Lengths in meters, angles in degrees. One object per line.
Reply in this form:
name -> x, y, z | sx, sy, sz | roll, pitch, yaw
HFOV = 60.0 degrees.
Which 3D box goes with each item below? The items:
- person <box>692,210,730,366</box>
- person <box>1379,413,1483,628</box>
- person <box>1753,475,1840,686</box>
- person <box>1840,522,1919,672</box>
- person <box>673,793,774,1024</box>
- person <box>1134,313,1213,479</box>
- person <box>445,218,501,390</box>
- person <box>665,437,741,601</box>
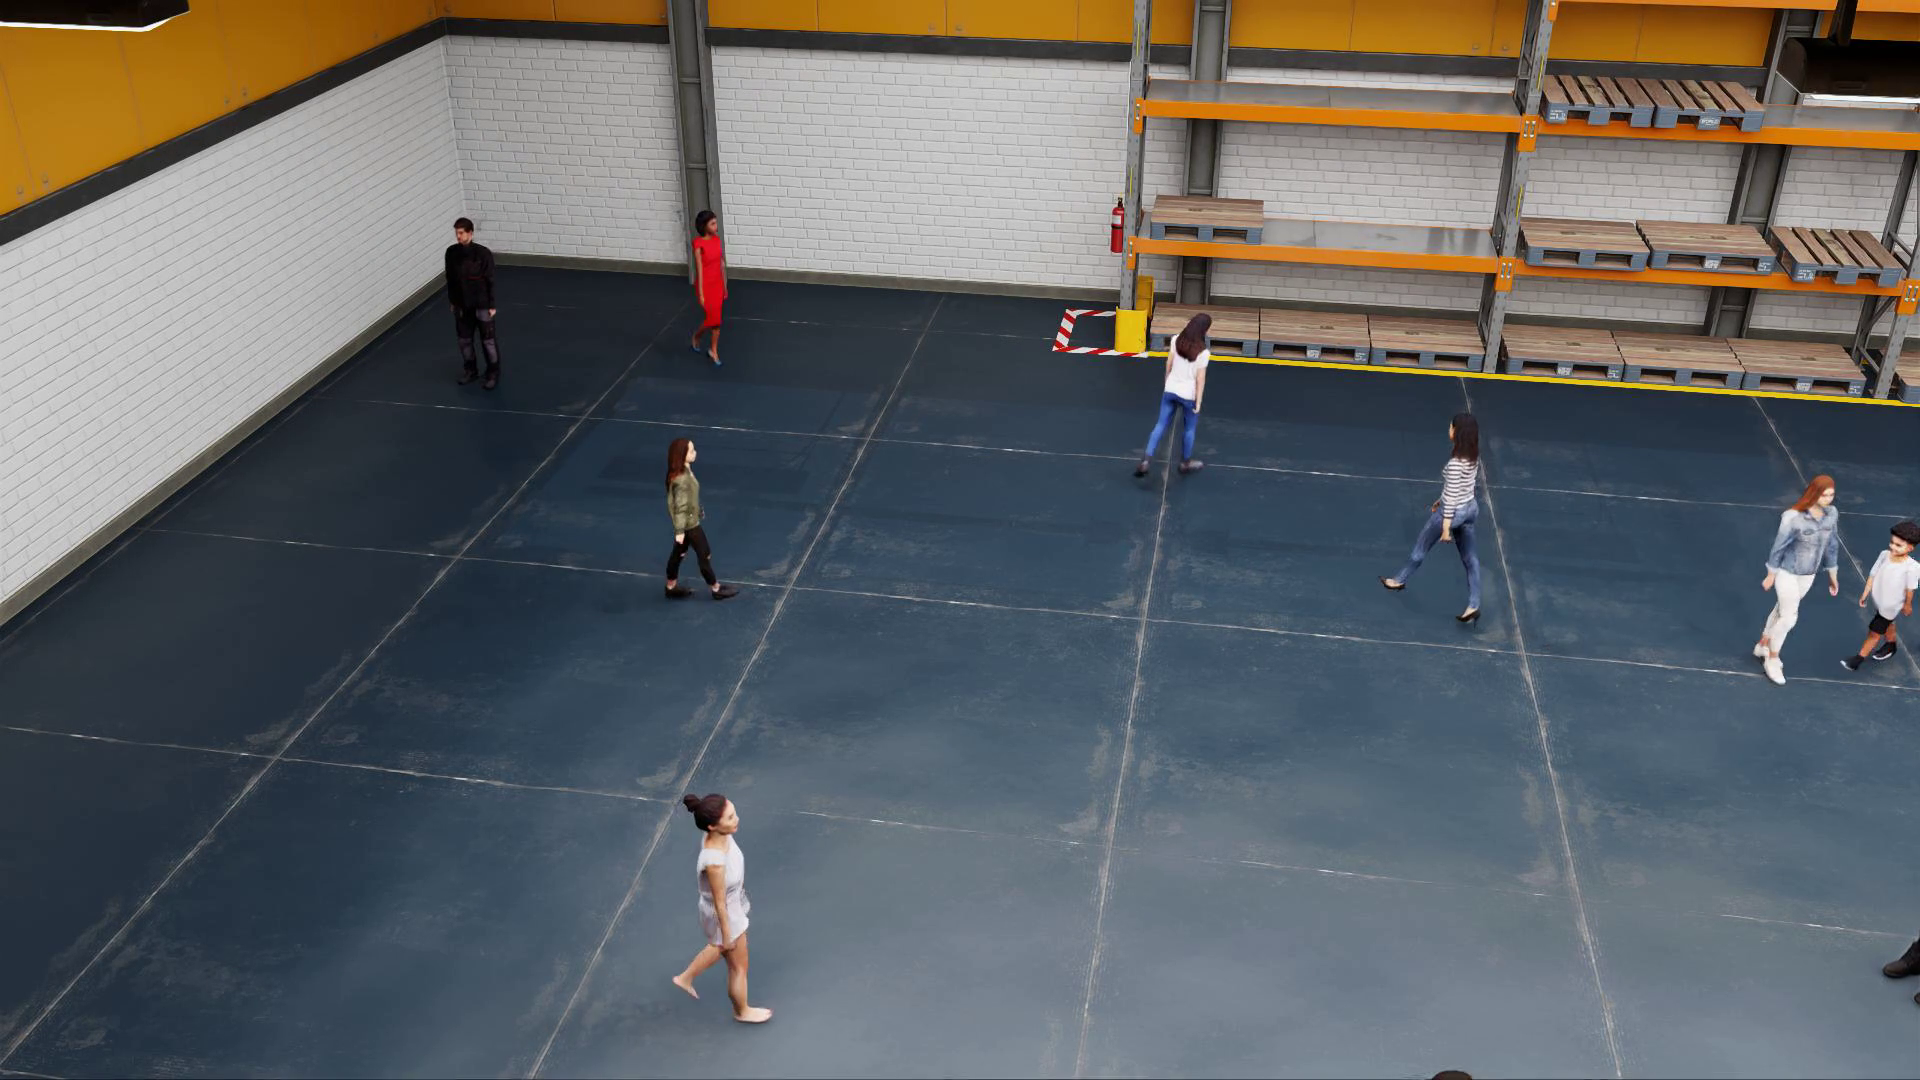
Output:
person -> -2.772, -2.718, 17.992 | 0.820, 1.731, 0.730 | 18, 33, 29
person -> 4.027, -0.114, 13.213 | 1.219, 1.735, 1.015 | 23, 36, 36
person -> 6.294, 0.216, 12.664 | 0.798, 1.682, 0.850 | -9, 30, -16
person -> 7.175, 0.423, 12.767 | 0.947, 1.220, 0.778 | -12, 31, -21
person -> -1.395, 2.077, 9.342 | 0.857, 1.596, 0.693 | -2, 29, -4
person -> 2.013, -1.298, 15.473 | 1.063, 1.649, 1.050 | 21, 35, 33
person -> -5.068, -2.497, 17.473 | 0.521, 1.839, 0.775 | 6, 29, 11
person -> -2.304, -0.145, 13.566 | 0.936, 1.451, 0.779 | -5, 29, -8
